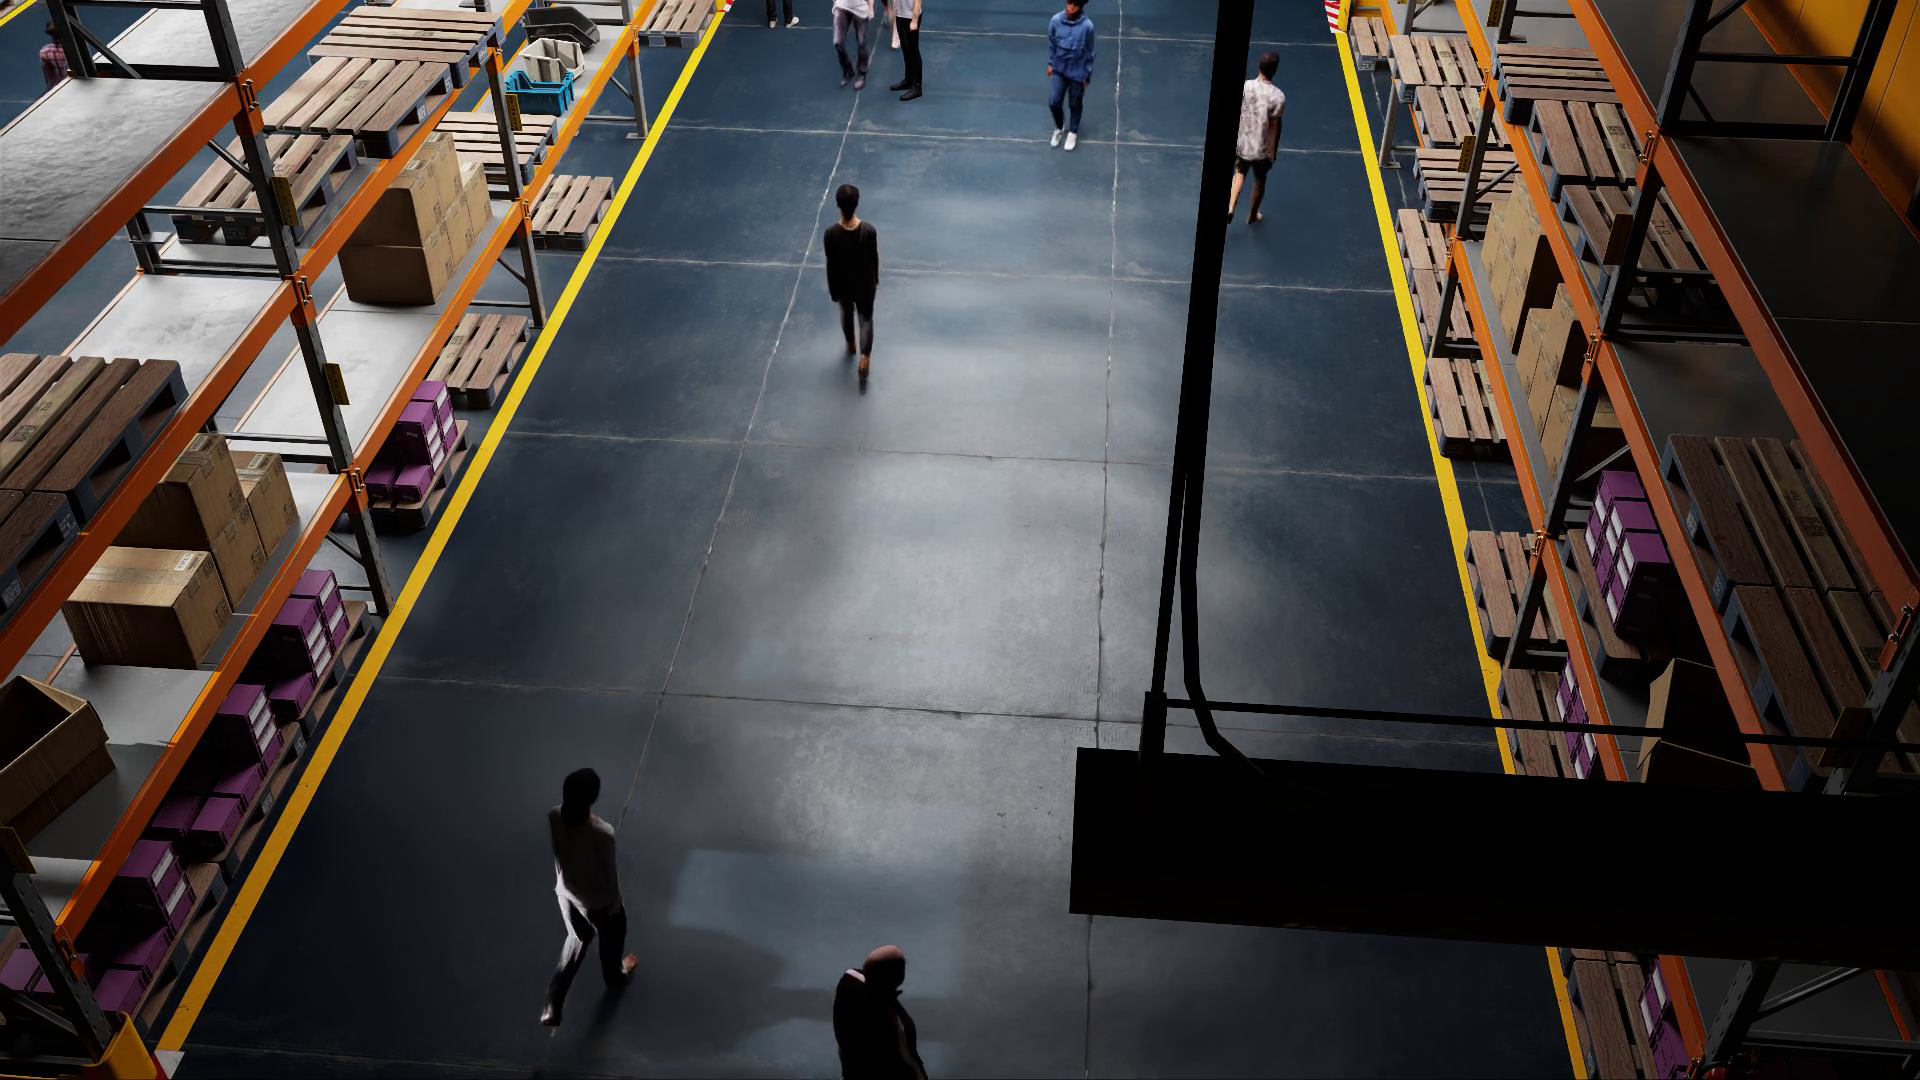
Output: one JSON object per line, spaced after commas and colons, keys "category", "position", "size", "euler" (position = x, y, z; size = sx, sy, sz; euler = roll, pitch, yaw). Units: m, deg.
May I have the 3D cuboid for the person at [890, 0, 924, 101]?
{"category": "person", "position": [-0.572, -5.926, 18.755], "size": [0.804, 1.859, 0.659], "euler": [-14, 41, -17]}

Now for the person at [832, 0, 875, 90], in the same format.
{"category": "person", "position": [-1.188, -6.100, 19.000], "size": [0.728, 1.825, 0.702], "euler": [10, 40, 13]}

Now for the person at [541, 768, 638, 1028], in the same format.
{"category": "person", "position": [-2.037, 1.971, 8.956], "size": [0.852, 1.748, 1.046], "euler": [17, 42, 20]}

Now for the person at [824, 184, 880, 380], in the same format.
{"category": "person", "position": [-0.894, -2.181, 14.200], "size": [0.680, 1.693, 1.082], "euler": [-1, 39, -1]}

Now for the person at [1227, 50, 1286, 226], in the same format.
{"category": "person", "position": [2.841, -3.852, 16.210], "size": [0.856, 1.794, 0.944], "euler": [20, 43, 23]}

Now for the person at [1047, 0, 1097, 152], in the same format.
{"category": "person", "position": [1.197, -5.065, 17.728], "size": [0.763, 1.796, 0.715], "euler": [12, 40, 15]}

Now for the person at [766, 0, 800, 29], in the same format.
{"category": "person", "position": [-2.256, -7.178, 20.401], "size": [0.616, 1.761, 0.537], "euler": [5, 39, 6]}

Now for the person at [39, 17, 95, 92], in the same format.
{"category": "person", "position": [-8.997, -4.480, 17.032], "size": [0.727, 1.750, 0.691], "euler": [-2, 39, -3]}

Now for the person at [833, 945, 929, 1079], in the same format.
{"category": "person", "position": [-0.483, 2.657, 8.042], "size": [0.876, 1.817, 0.800], "euler": [-20, 43, -23]}
